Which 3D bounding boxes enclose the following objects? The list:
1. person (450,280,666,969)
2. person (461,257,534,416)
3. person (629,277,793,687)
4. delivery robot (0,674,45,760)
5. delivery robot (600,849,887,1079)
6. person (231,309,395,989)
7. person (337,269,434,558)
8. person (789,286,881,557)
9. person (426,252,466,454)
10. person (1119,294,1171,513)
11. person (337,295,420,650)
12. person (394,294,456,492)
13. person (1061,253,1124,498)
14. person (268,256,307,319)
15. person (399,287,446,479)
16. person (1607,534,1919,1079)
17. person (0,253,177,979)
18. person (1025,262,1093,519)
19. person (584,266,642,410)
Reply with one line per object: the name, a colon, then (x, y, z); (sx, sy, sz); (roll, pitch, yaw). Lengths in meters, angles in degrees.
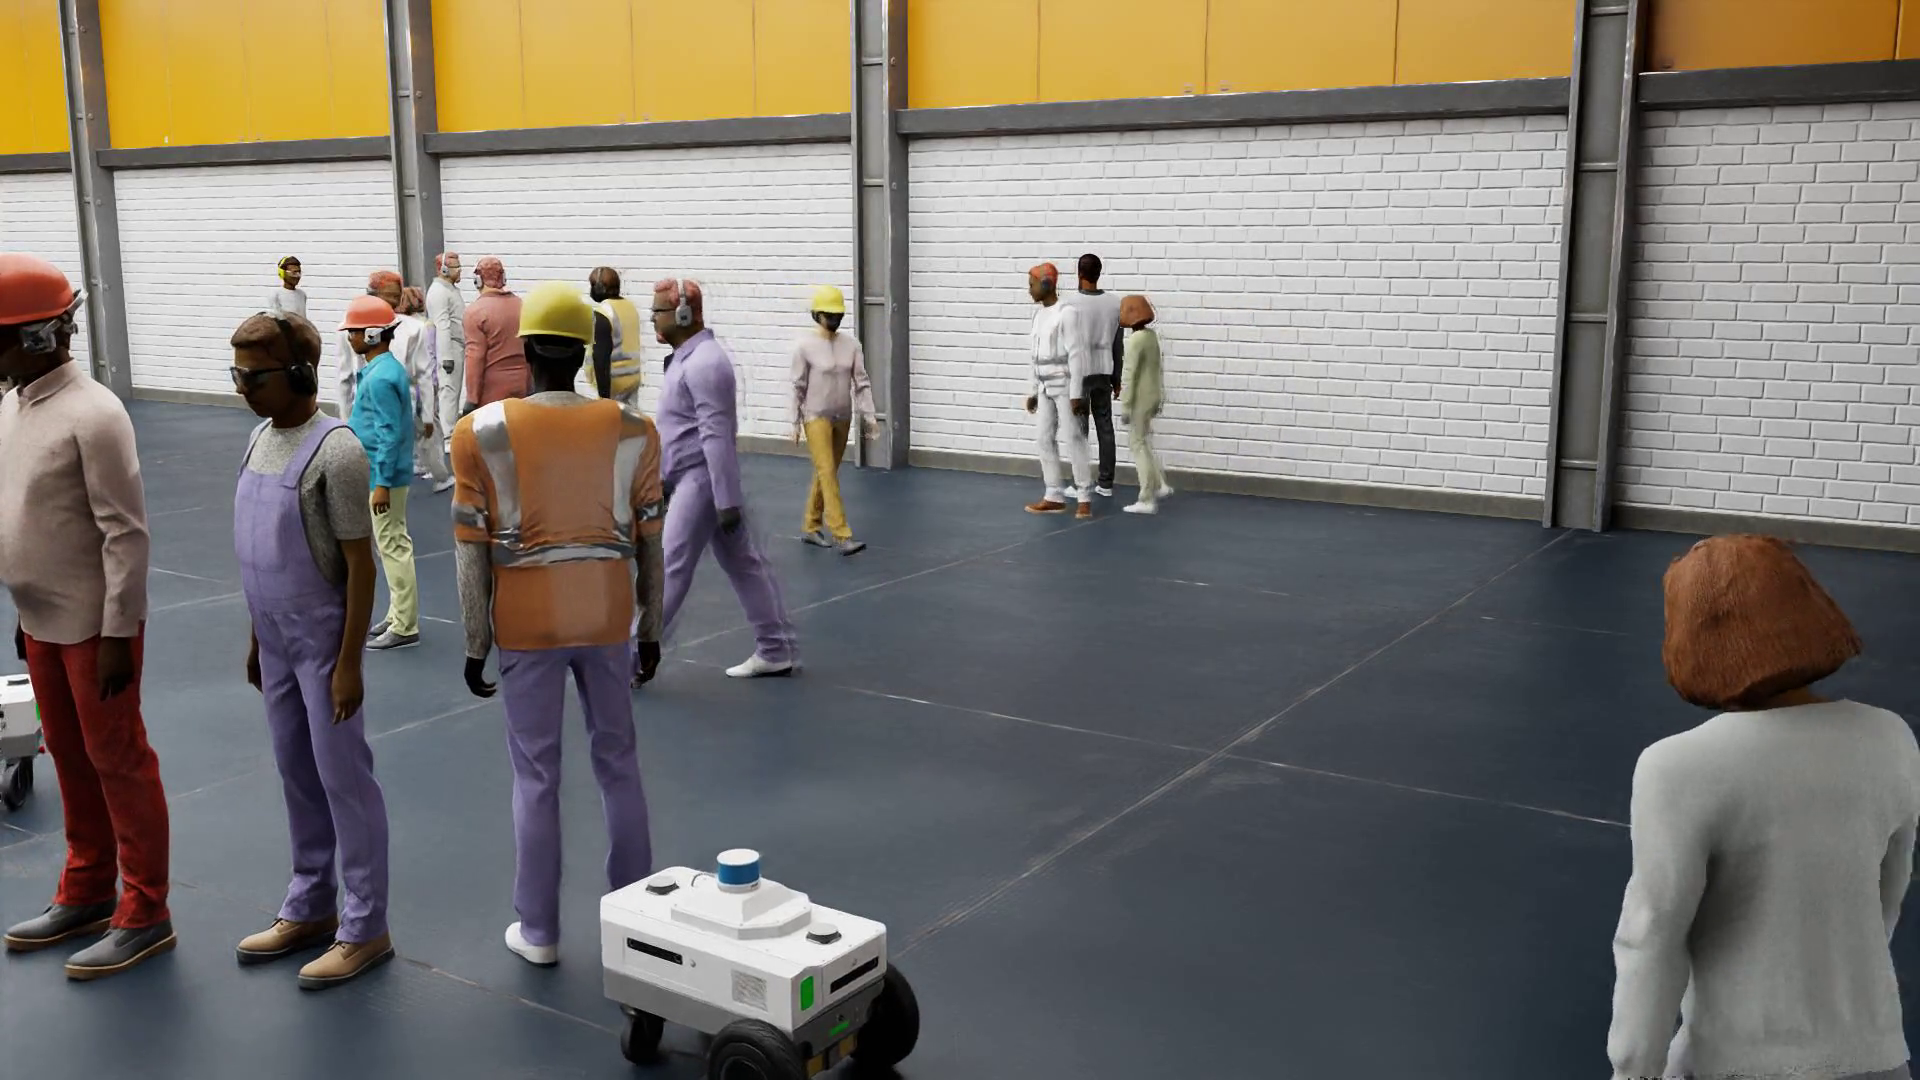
person: (-1.125, 0.233, 4.717); (0.591, 1.914, 0.435); (-5, 11, -26)
person: (-3.291, -1.044, 11.805); (0.401, 1.900, 0.646); (6, 12, 28)
person: (-1.244, -0.243, 7.493); (1.025, 1.846, 0.663); (-2, 10, -10)
delivery robot: (-3.652, 0.639, 5.949); (0.707, 0.478, 0.477); (-5, 11, -27)
delivery robot: (-0.531, 0.989, 4.007); (0.707, 0.478, 0.477); (7, 12, 34)
person: (-1.787, 0.296, 4.542); (0.504, 1.843, 0.345); (8, 13, 37)
person: (-3.759, -0.848, 10.898); (0.583, 1.852, 0.863); (-5, 11, -25)
person: (-0.802, -0.758, 10.699); (0.537, 1.721, 0.887); (-8, 13, -39)
person: (-4.826, -1.773, 15.826); (0.409, 1.907, 0.651); (-2, 10, -10)
person: (1.342, -1.006, 12.330); (0.348, 1.620, 0.546); (5, 12, 27)
person: (-2.883, -0.335, 8.280); (0.330, 1.750, 0.572); (-3, 11, -18)
person: (-4.344, -1.123, 13.072); (0.525, 1.597, 0.825); (3, 11, 19)
person: (1.024, -1.282, 13.073); (0.597, 1.917, 0.375); (-5, 11, -25)
person: (-6.515, -1.830, 16.257); (0.313, 1.864, 0.530); (3, 11, 17)
person: (-4.620, -1.329, 14.140); (0.516, 1.631, 0.320); (7, 12, 32)
person: (1.215, 0.785, 2.562); (0.525, 1.580, 0.736); (-2, 10, -10)
person: (-2.462, 0.215, 4.588); (0.612, 1.986, 0.401); (8, 13, 37)
person: (0.751, -1.092, 12.214); (0.450, 1.869, 0.643); (-5, 11, -26)
person: (-2.734, -1.186, 12.830); (0.661, 1.822, 0.638); (4, 11, 21)
